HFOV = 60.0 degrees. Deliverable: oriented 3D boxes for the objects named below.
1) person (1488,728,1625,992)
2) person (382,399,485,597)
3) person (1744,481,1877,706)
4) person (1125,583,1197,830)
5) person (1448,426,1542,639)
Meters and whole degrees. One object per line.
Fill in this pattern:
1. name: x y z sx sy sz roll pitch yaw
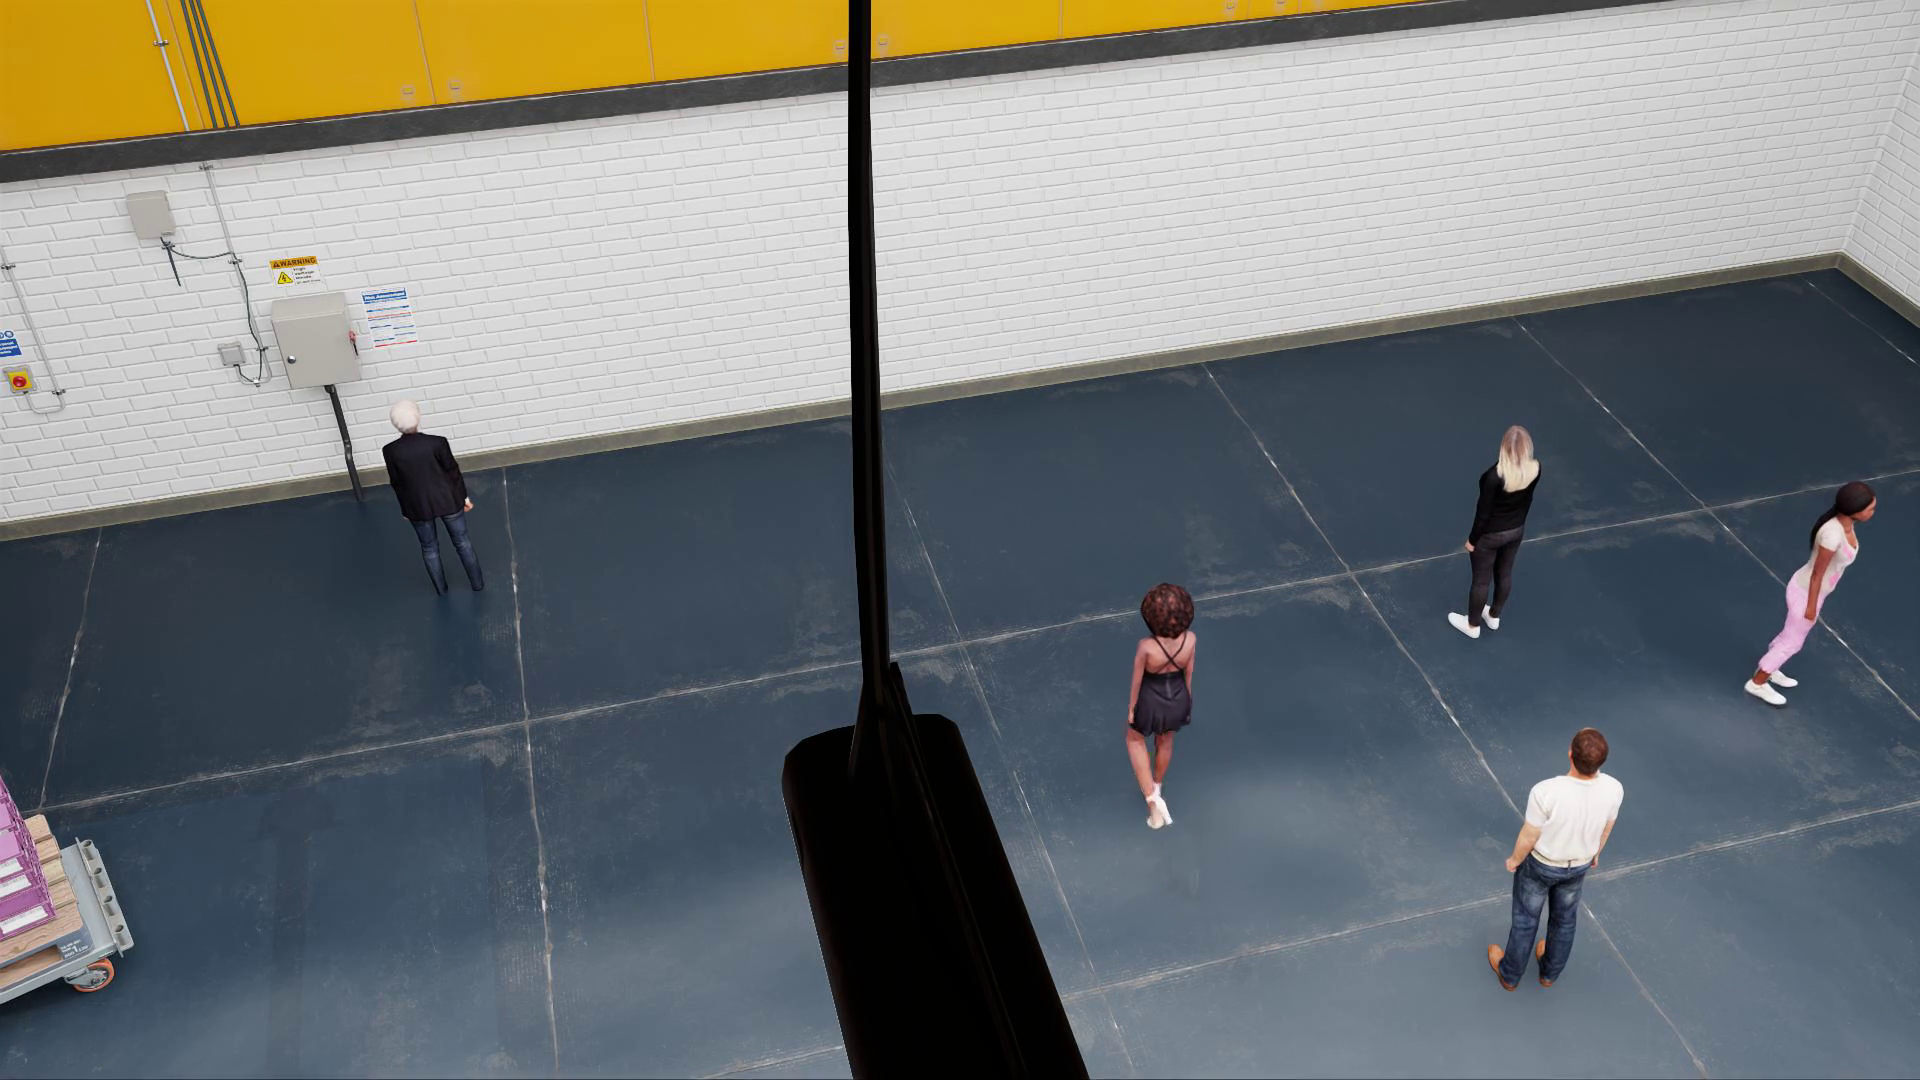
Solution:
1. person: 3.186 1.728 8.889 0.704 1.853 0.620 -3 39 -3
2. person: -3.650 -0.258 11.687 0.738 1.778 0.595 -7 39 -9
3. person: 5.464 0.337 10.727 0.712 1.734 0.666 23 44 26
4. person: 1.215 1.033 9.822 0.544 1.775 0.774 -10 40 -12
5. person: 3.643 -0.041 11.238 0.629 1.686 0.573 -15 41 -18
